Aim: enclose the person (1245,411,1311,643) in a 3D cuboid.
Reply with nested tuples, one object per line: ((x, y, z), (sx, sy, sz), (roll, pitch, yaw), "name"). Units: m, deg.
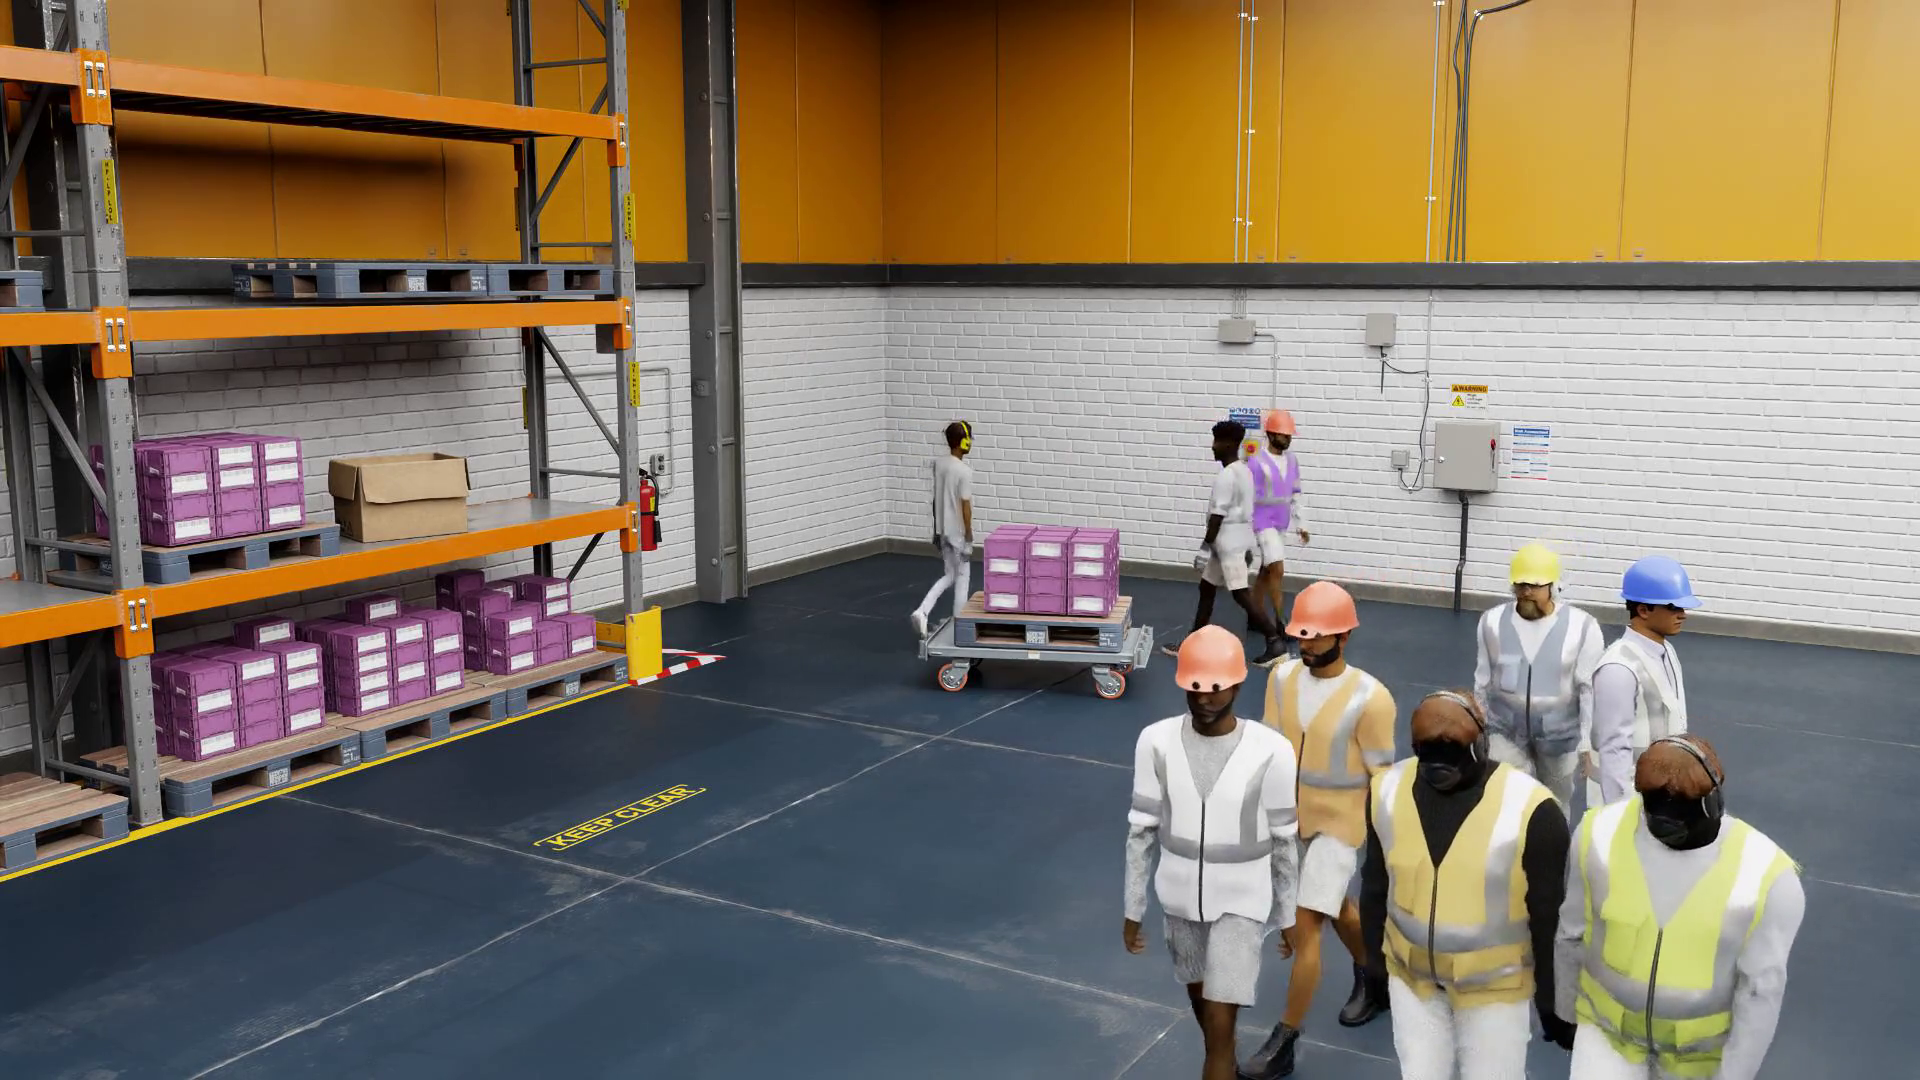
((2.672, -0.105, 13.732), (0.554, 1.901, 0.868), (-8, 12, -39), "person")

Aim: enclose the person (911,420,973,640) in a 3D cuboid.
((-0.094, -0.045, 13.481), (0.584, 1.856, 0.541), (-7, 12, -38), "person")

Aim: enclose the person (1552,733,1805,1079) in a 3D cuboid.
((1.911, 1.414, 4.571), (0.657, 1.791, 0.836), (6, 11, 32), "person")

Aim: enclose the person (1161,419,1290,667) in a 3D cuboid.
((2.110, 0.023, 12.887), (1.027, 1.923, 0.606), (3, 10, 19), "person")

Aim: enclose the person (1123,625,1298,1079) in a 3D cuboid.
((0.864, 1.194, 5.667), (0.567, 1.891, 0.987), (4, 10, 24), "person")

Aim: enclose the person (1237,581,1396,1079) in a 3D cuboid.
((1.422, 1.073, 6.436), (1.017, 1.890, 0.545), (-7, 11, -37), "person")

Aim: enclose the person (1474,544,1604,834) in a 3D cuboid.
((2.703, 0.901, 7.823), (0.606, 1.781, 0.948), (5, 10, 29), "person")

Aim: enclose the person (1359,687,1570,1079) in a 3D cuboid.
((1.562, 1.317, 5.116), (0.650, 1.818, 0.593), (7, 12, 39), "person")

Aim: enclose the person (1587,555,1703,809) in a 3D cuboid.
((2.663, 1.019, 6.550), (0.388, 1.947, 0.614), (7, 11, 37), "person")
